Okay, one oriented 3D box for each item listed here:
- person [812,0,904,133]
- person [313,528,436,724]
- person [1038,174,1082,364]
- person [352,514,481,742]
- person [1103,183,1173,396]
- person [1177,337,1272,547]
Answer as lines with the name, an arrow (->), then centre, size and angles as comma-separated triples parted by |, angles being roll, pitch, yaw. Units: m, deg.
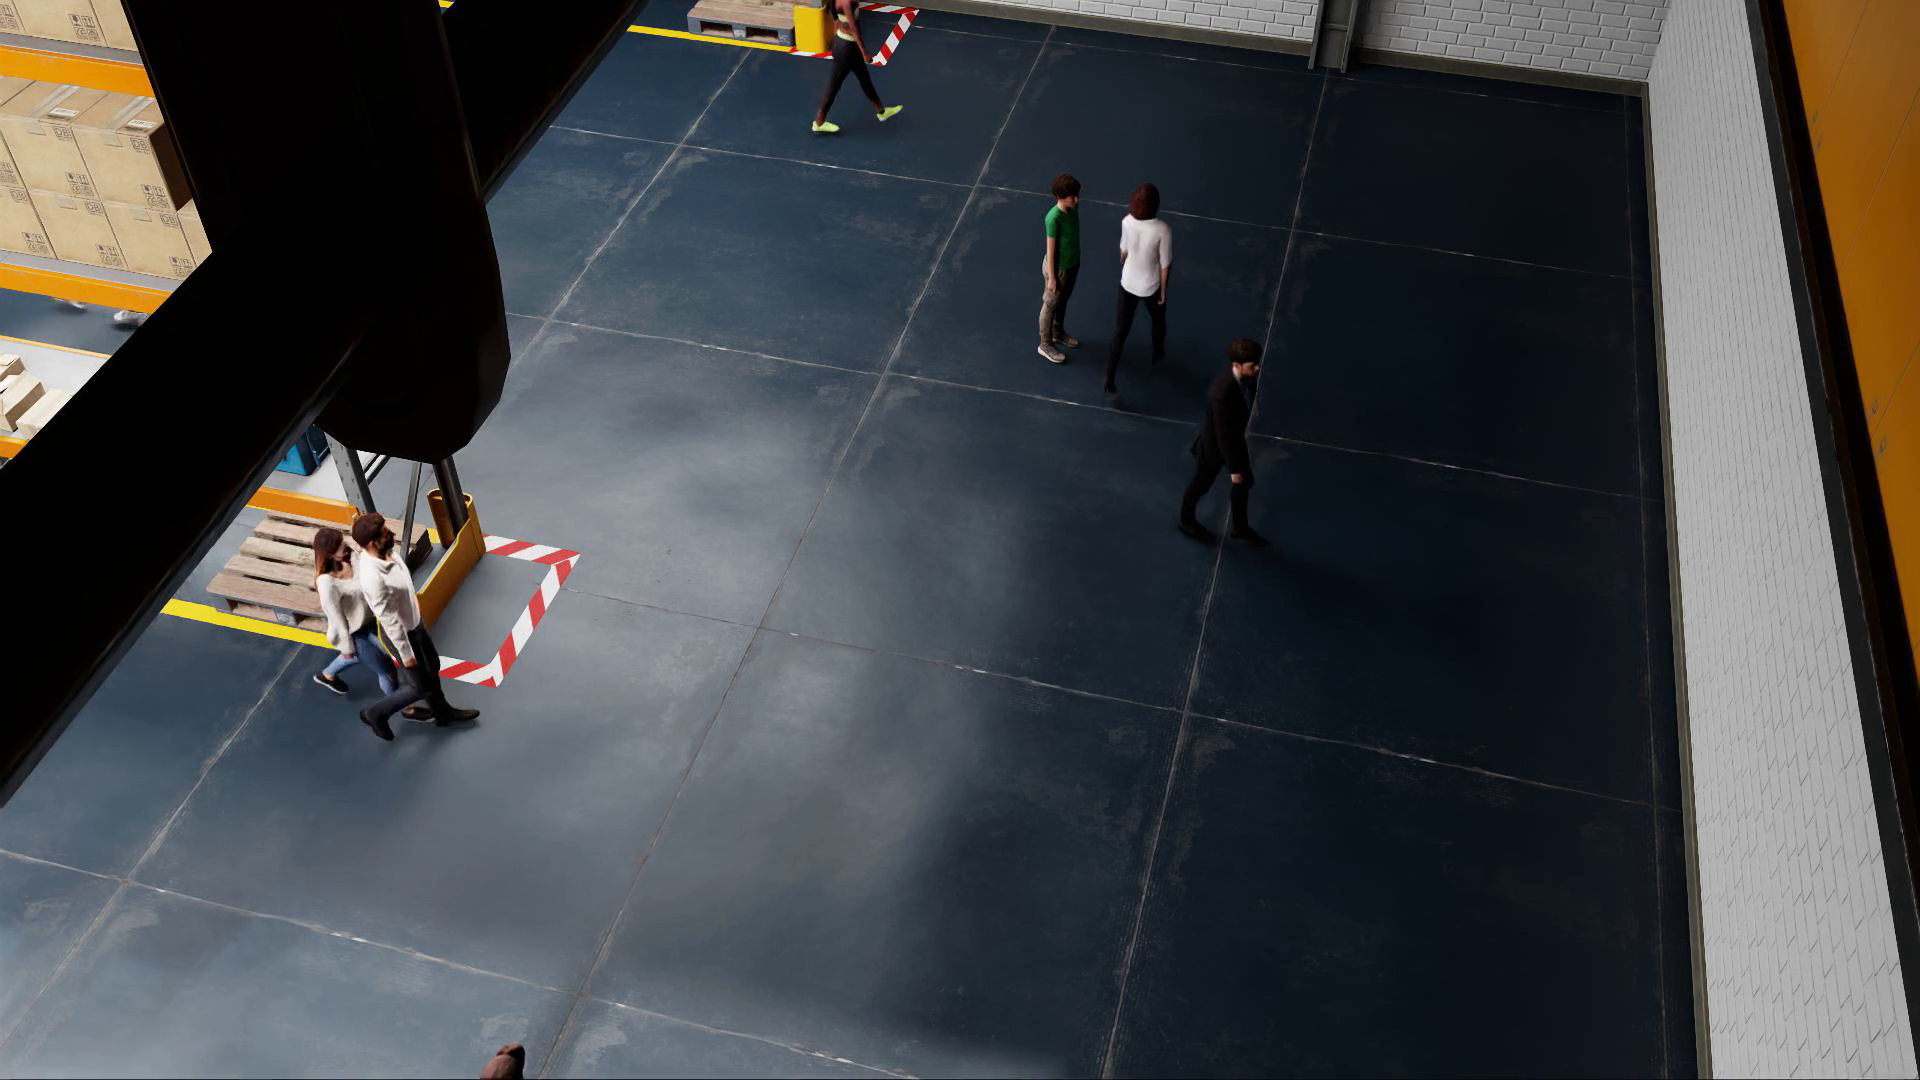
person -> -1.182, -4.660, 15.932 | 1.208, 1.702, 0.873 | -5, 44, -6
person -> -3.870, 0.540, 10.496 | 1.114, 1.672, 0.753 | 1, 44, 1
person -> 0.805, -2.222, 13.410 | 0.618, 1.651, 0.649 | 24, 48, 23
person -> -3.523, 0.590, 10.309 | 1.067, 1.857, 0.935 | -10, 45, -10
person -> 1.361, -1.915, 13.019 | 1.070, 1.747, 0.787 | 20, 47, 19
person -> 1.751, -0.706, 11.668 | 1.028, 1.860, 0.885 | 23, 48, 23
